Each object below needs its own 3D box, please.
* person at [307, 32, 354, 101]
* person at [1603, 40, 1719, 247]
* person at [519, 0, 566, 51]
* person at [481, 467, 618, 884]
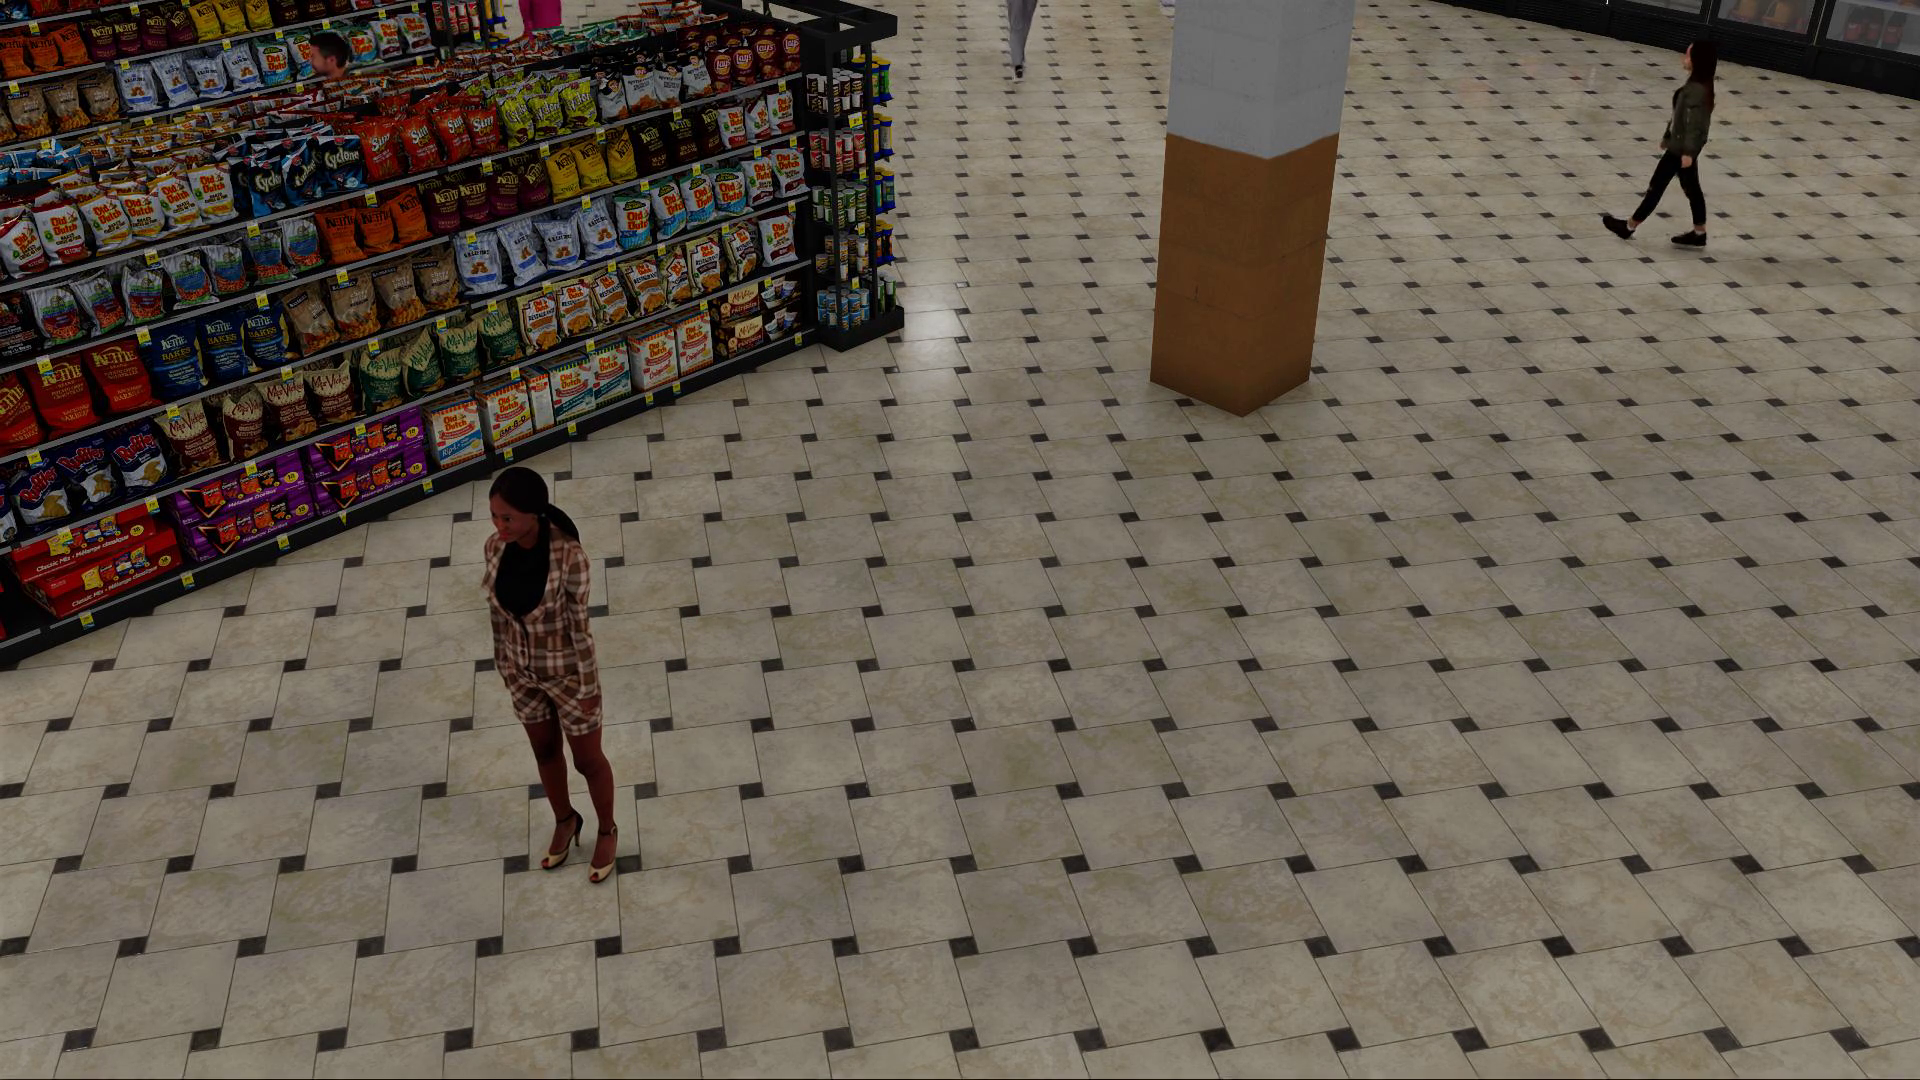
[{"bbox_3d":[-3.696,-2.280,10.555,1.211,1.827,0.895,-17,36,-26],"label":"person"},{"bbox_3d":[5.143,-2.729,11.640,0.872,1.444,0.971,14,34,21],"label":"person"},{"bbox_3d":[-3.469,-4.080,13.608,0.647,1.658,1.072,26,40,35],"label":"person"},{"bbox_3d":[-1.491,0.508,6.107,0.661,1.792,0.675,11,34,17],"label":"person"}]
